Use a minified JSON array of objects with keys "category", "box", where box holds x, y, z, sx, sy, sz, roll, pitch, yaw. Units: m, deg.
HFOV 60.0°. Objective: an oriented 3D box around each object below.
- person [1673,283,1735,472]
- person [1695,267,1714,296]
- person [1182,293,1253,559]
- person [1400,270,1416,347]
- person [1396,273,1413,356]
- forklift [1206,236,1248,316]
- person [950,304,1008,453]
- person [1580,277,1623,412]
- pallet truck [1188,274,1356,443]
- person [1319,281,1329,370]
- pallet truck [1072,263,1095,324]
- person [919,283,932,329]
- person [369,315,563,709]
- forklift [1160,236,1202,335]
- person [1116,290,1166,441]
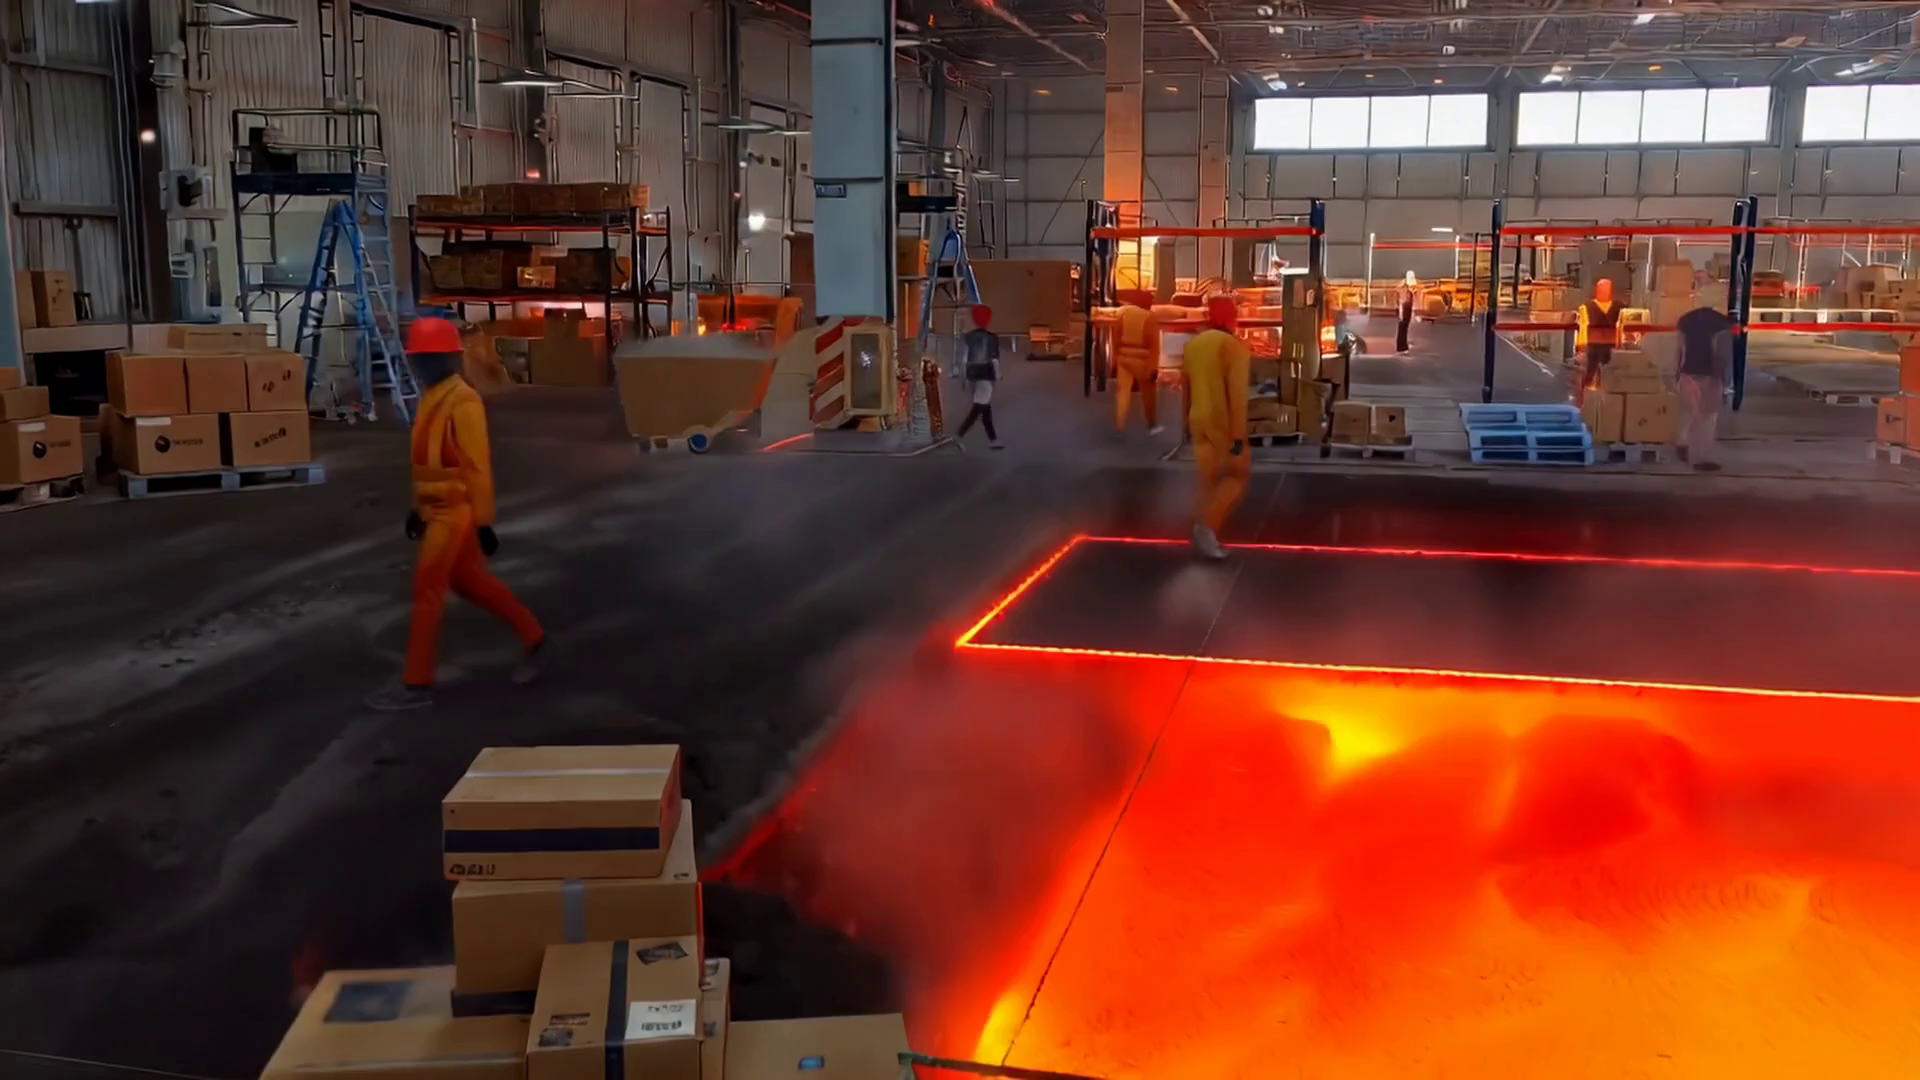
[{"category":"person","box":[7.610,-1.654,16.972,0.444,1.917,0.671,-4,11,-25]},{"category":"person","box":[23.045,-7.496,51.481,0.587,1.884,0.427,5,11,27]},{"category":"person","box":[1.832,-0.795,11.909,0.468,1.928,0.631,-8,12,-39]},{"category":"person","box":[10.897,-5.623,40.445,0.346,1.882,0.578,9,13,44]},{"category":"person","box":[9.867,-4.988,36.816,0.344,1.847,0.505,6,11,32]},{"category":"forklift","box":[8.478,-7.818,50.437,1.873,2.768,1.129,3,10,18]},{"category":"person","box":[0.203,-1.800,18.592,0.865,1.663,0.534,-7,12,-36]},{"category":"person","box":[8.999,-2.737,23.392,0.584,1.911,0.391,0,10,0]},{"category":"pallet truck","box":[3.653,-2.138,19.590,1.885,1.965,0.823,-4,10,-20]},{"category":"person","box":[6.933,-4.118,32.024,0.486,1.738,0.321,-6,11,-31]},{"category":"pallet truck","box":[4.325,-8.180,55.162,0.823,1.965,1.885,6,11,31]},{"category":"person","box":[-0.963,-7.360,50.540,0.544,1.930,0.389,-4,10,-23]},{"category":"person","box":[-2.443,-0.159,8.217,0.954,1.912,0.601,-6,11,-30]},{"category":"forklift","box":[5.866,-7.214,46.878,1.873,2.768,1.129,2,10,14]},{"category":"person","box":[2.169,-2.101,19.994,0.639,1.770,0.981,6,11,30]}]
